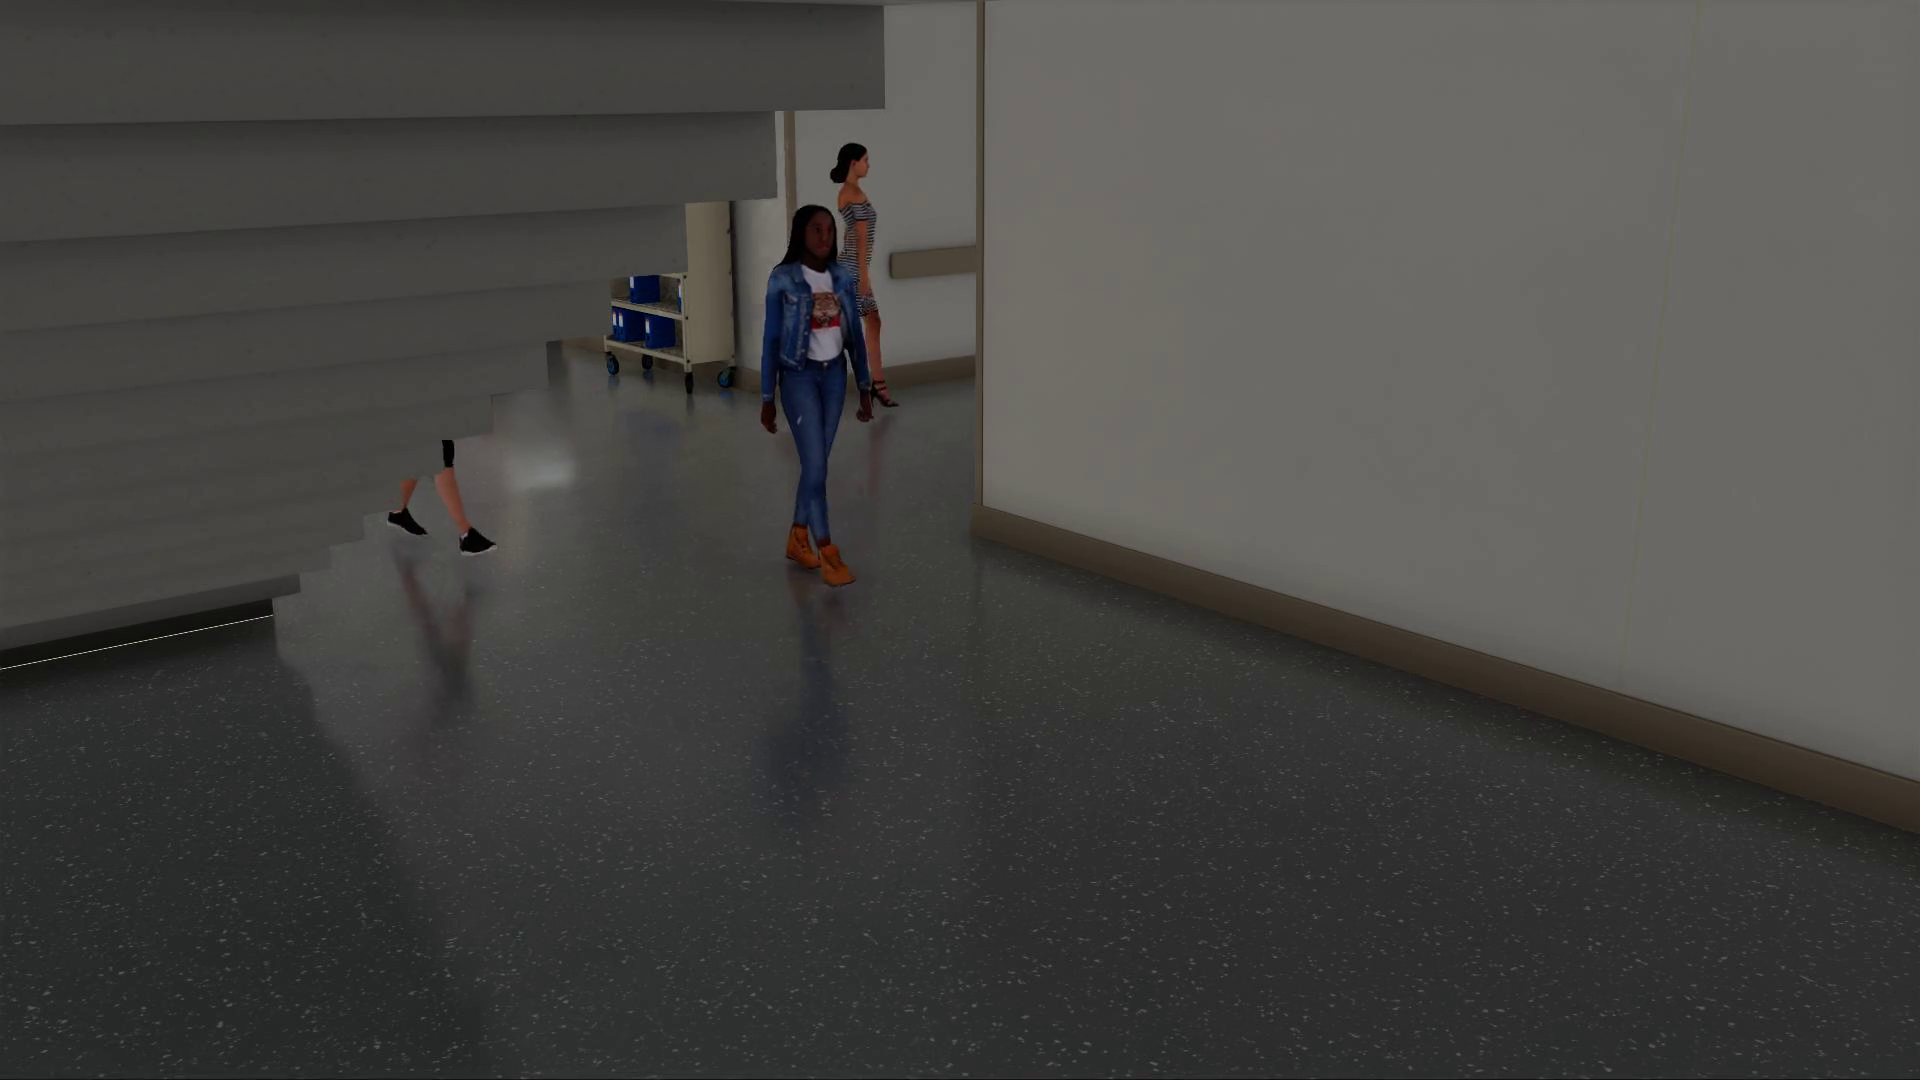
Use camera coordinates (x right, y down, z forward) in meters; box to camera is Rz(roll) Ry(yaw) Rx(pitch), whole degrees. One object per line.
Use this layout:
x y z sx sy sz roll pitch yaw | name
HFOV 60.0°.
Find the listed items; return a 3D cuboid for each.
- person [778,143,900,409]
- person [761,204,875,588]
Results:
-0.824 -1.745 11.266 1.027 1.788 1.121 -2 16 -9 | person
-0.725 -0.669 7.635 0.670 1.687 0.986 -11 19 -35 | person
